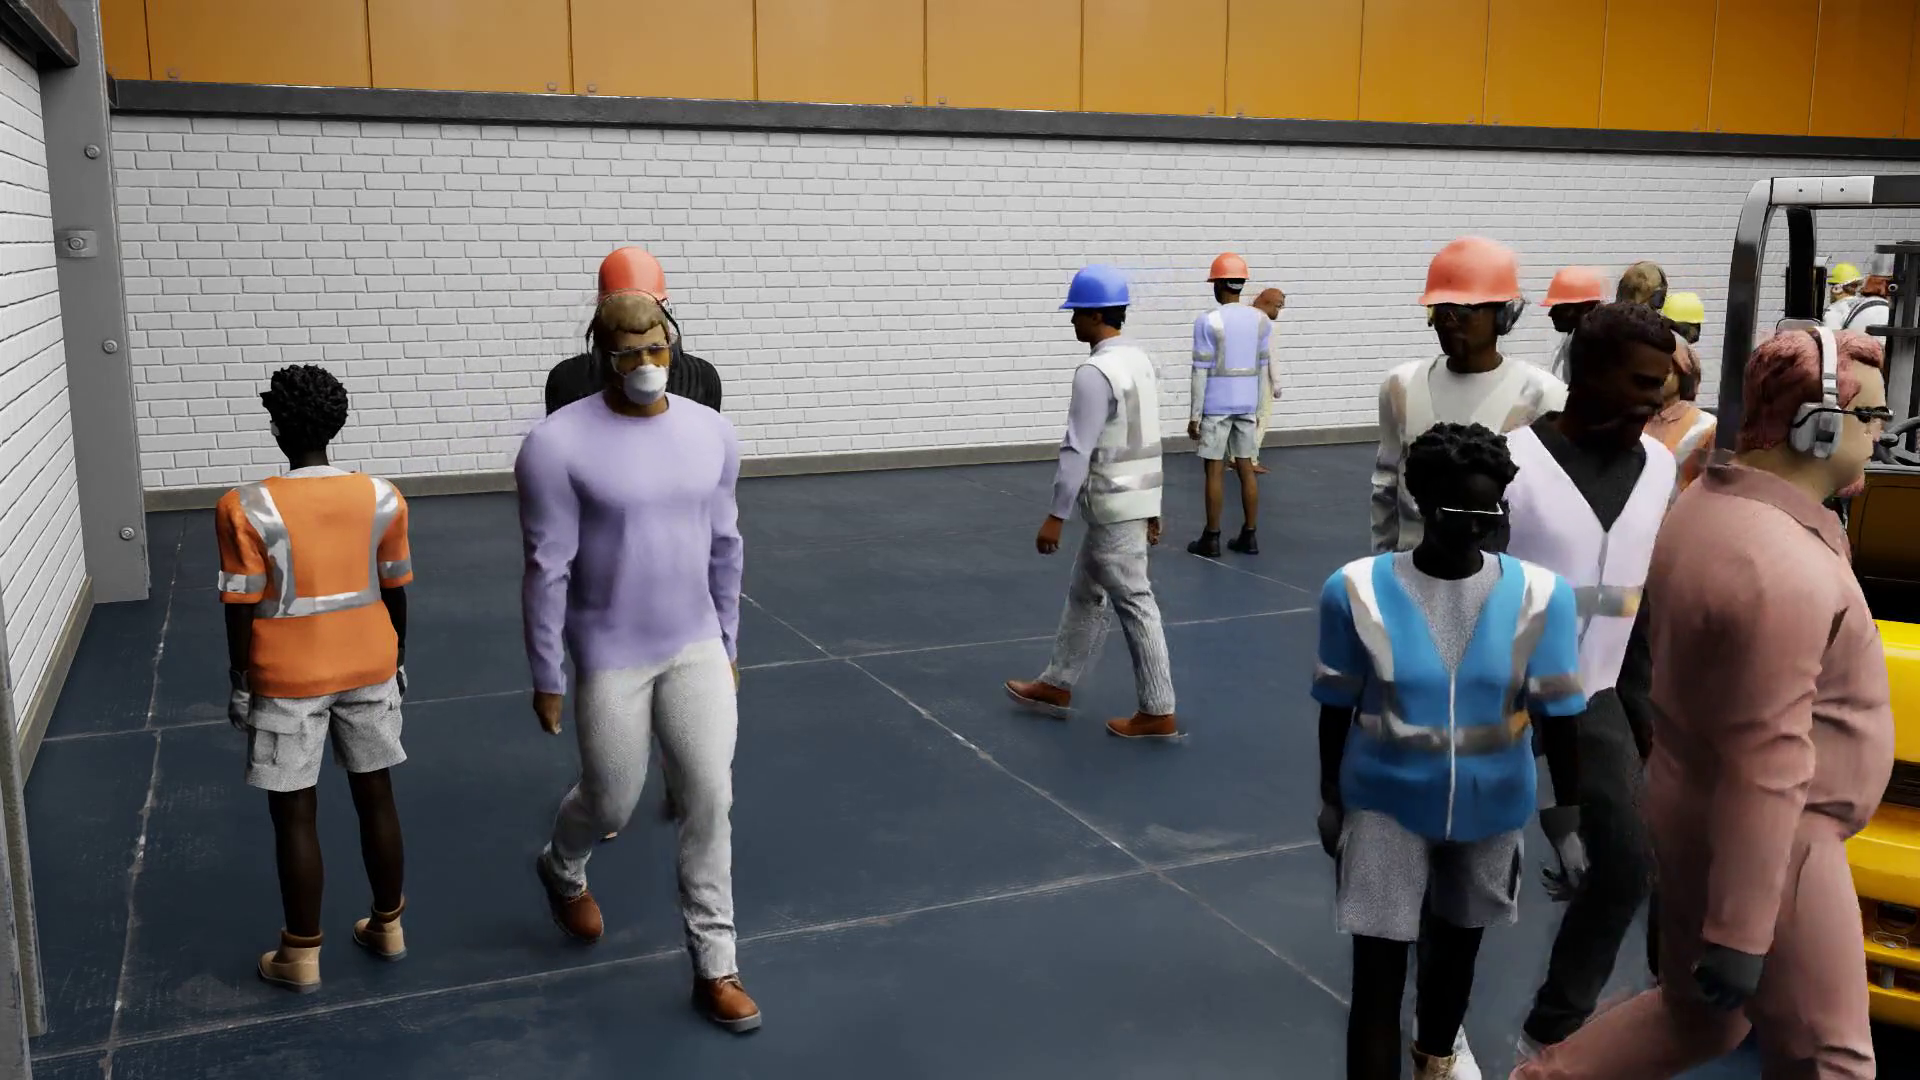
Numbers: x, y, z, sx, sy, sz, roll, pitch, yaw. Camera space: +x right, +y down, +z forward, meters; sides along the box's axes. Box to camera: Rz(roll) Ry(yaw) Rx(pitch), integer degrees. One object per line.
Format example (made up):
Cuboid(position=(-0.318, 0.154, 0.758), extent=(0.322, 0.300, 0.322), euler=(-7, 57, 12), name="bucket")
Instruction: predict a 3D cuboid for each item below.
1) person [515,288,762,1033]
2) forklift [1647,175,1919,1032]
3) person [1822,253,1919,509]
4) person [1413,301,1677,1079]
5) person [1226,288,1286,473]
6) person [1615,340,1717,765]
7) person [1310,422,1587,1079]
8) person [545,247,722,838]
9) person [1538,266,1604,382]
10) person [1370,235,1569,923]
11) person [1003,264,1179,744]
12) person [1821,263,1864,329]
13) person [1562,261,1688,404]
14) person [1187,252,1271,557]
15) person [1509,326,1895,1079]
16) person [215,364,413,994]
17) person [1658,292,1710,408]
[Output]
Cuboid(position=(-0.871, 0.285, 4.417), extent=(0.629, 1.909, 0.875), euler=(-8, 13, -36), name="person")
Cuboid(position=(2.810, 0.094, 4.662), extent=(1.214, 2.155, 2.313), euler=(7, 12, 34), name="forklift")
Cuboid(position=(5.362, -0.762, 9.803), extent=(1.008, 2.000, 0.691), euler=(4, 11, 23), name="person")
Cuboid(position=(1.350, 0.400, 3.856), extent=(0.718, 1.880, 0.658), euler=(-4, 11, -19), name="person")
Cuboid(position=(2.565, -1.375, 14.401), extent=(0.346, 1.595, 0.682), euler=(-4, 11, -20), name="person")
Cuboid(position=(2.685, 0.049, 6.429), extent=(0.308, 1.644, 0.514), euler=(-8, 13, -36), name="person")
Cuboid(position=(1.000, 0.588, 3.414), extent=(0.540, 1.655, 0.836), euler=(1, 10, 5), name="person")
Cuboid(position=(-1.080, 0.019, 5.624), extent=(0.623, 1.992, 0.396), euler=(-4, 11, -21), name="person")
Cuboid(position=(3.066, -0.422, 8.374), extent=(0.959, 1.892, 0.556), euler=(1, 10, 7), name="person")
Cuboid(position=(1.464, 0.138, 4.866), extent=(0.634, 2.030, 0.477), euler=(10, 14, 43), name="person")
Cuboid(position=(0.509, -0.141, 6.722), extent=(0.904, 1.906, 0.620), euler=(4, 11, 20), name="person")
Cuboid(position=(7.428, -1.445, 14.207), extent=(0.619, 1.805, 0.704), euler=(-6, 12, -29), name="person")
Cuboid(position=(3.131, -0.372, 8.002), extent=(0.534, 1.915, 0.655), euler=(-8, 13, -37), name="person")
Cuboid(position=(1.693, -0.855, 10.604), extent=(0.544, 1.934, 0.367), euler=(-4, 11, -22), name="person")
Cuboid(position=(1.355, 0.549, 3.022), extent=(0.781, 1.877, 0.644), euler=(2, 10, 9), name="person")
Cuboid(position=(-1.730, 0.372, 4.526), extent=(0.319, 1.690, 0.531), euler=(10, 14, 42), name="person")
Cuboid(position=(3.783, -0.488, 9.131), extent=(0.757, 1.742, 0.525), euler=(0, 10, -1), name="person")
